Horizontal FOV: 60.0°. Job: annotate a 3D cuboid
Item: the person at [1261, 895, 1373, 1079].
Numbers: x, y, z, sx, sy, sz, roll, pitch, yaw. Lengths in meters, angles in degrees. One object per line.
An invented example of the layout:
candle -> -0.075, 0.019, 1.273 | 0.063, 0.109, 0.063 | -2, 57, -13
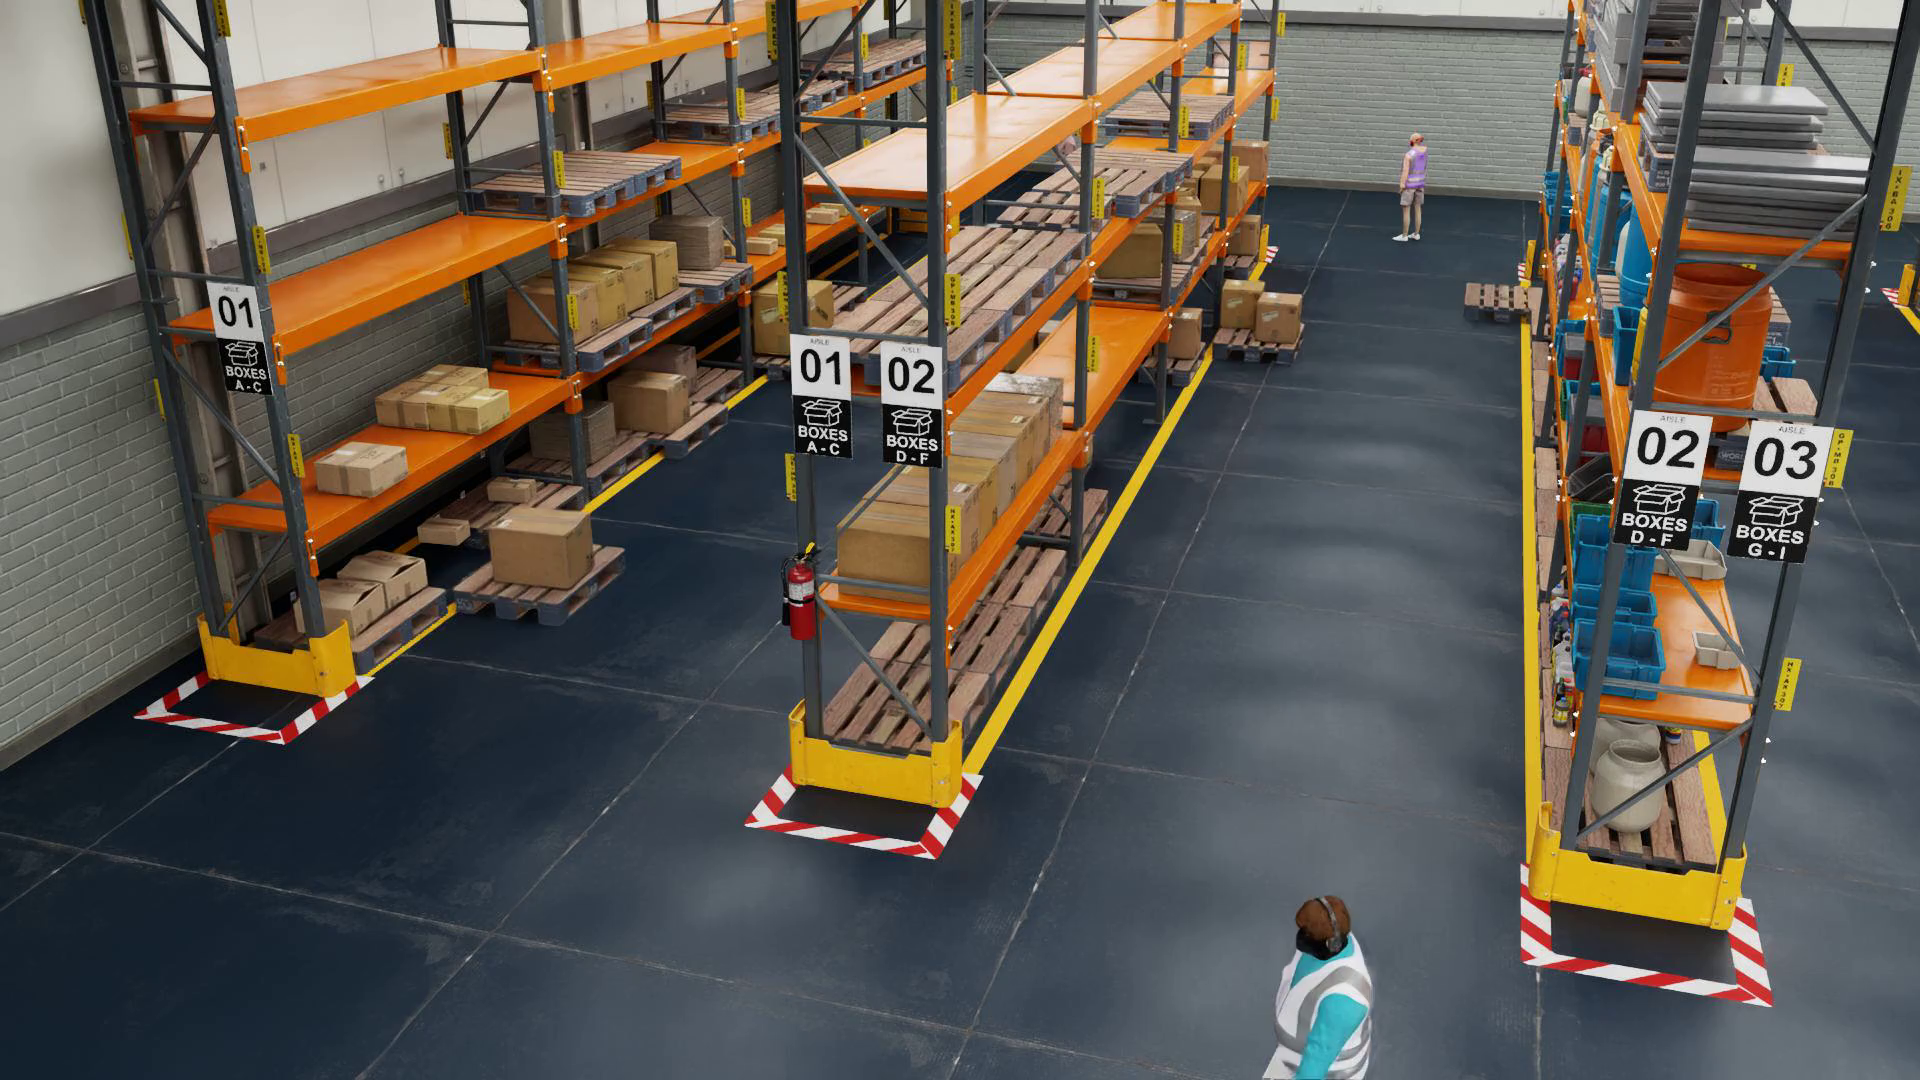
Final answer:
person -> 1.560, 2.401, 7.664 | 0.780, 1.807, 0.628 | -1, 23, -2

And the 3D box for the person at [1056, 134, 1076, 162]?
person -> 1.729, -5.949, 27.041 | 0.332, 1.798, 0.518 | -2, 23, -4

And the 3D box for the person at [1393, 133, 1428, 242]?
person -> 7.151, -5.568, 26.295 | 0.489, 1.688, 0.352 | -14, 27, -29
